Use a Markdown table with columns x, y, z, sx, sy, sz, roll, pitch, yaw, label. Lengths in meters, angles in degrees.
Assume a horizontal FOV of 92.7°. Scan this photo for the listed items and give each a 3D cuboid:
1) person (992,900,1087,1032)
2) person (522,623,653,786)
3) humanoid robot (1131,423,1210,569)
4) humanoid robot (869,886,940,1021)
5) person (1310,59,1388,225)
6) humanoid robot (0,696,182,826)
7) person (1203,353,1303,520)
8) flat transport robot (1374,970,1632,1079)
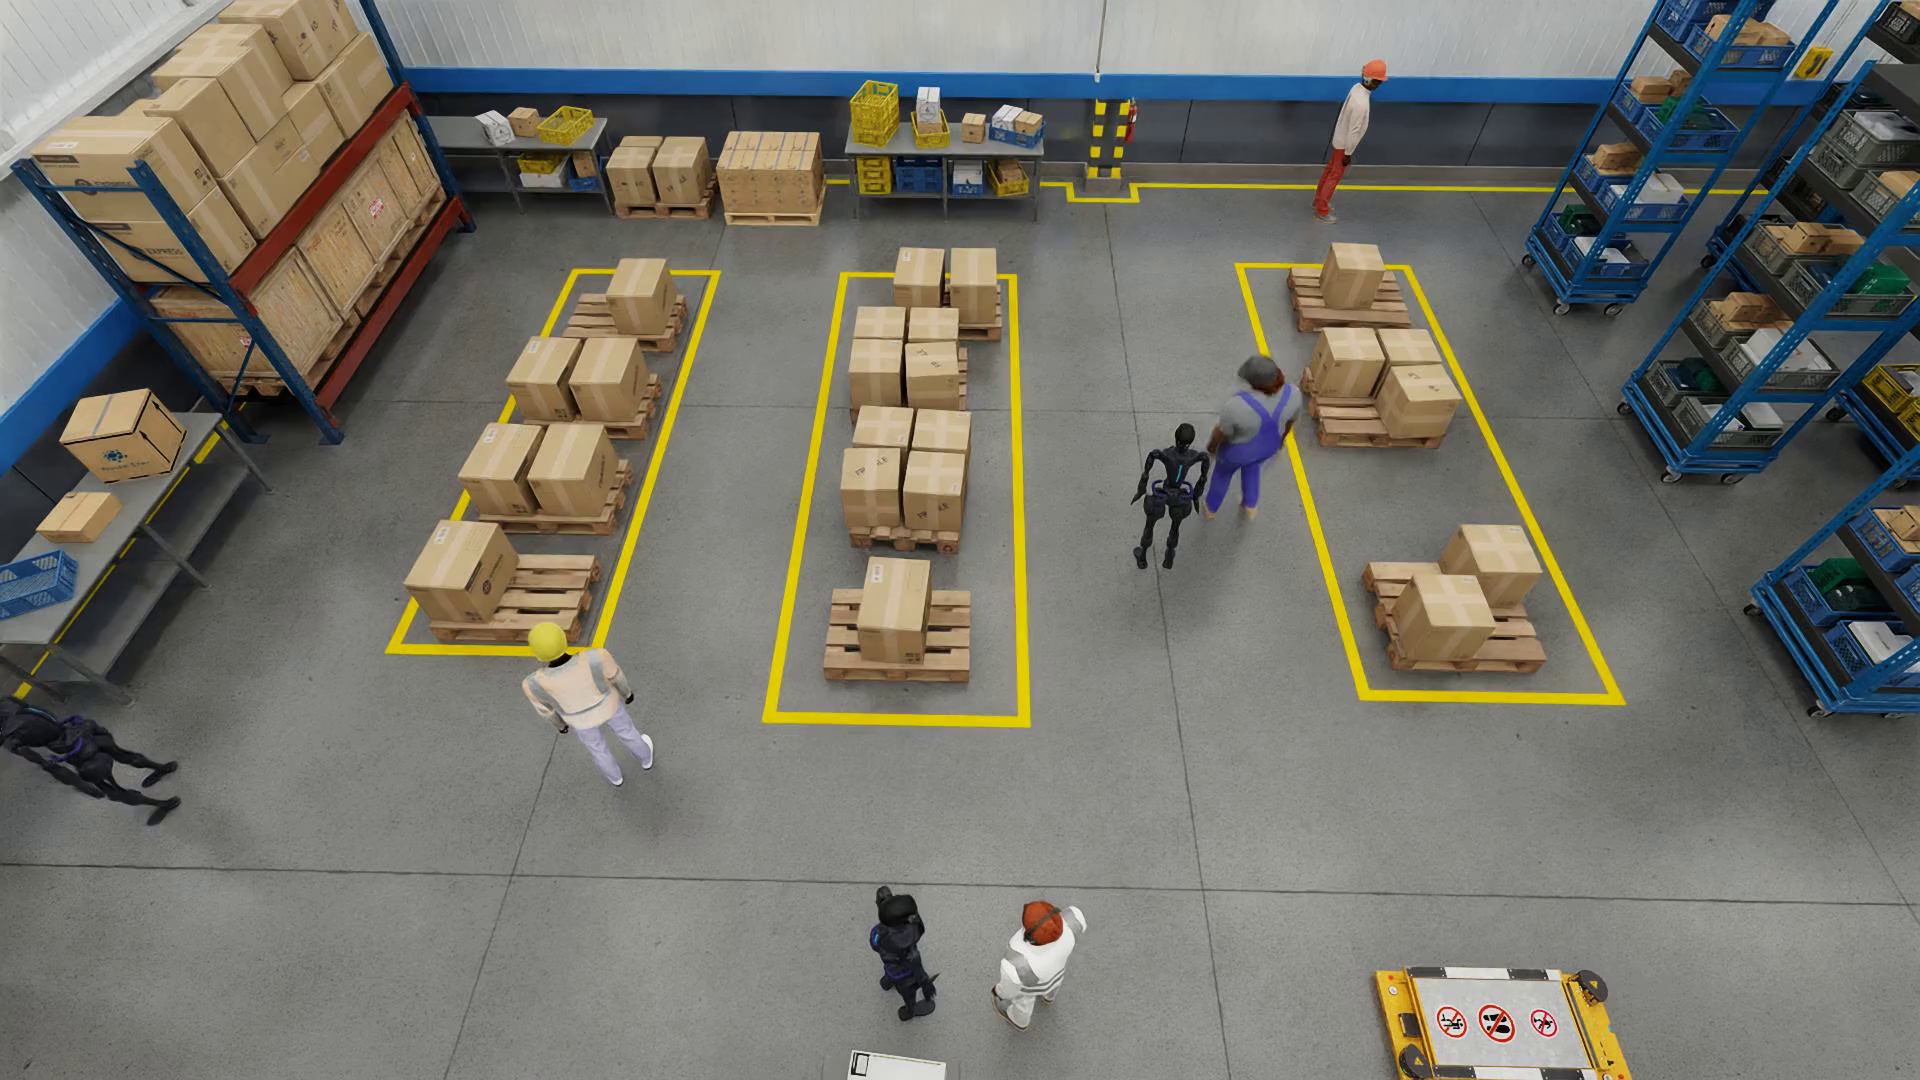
| x | y | z | sx | sy | sz | roll | pitch | yaw | label |
| --- | --- | --- | --- | --- | --- | --- | --- | --- | --- |
| 0.434 | 2.500 | 5.405 | 0.571 | 1.884 | 0.357 | -32 | 57 | -23 | person |
| -2.606 | 1.169 | 6.463 | 0.586 | 1.927 | 0.359 | -26 | 55 | -20 | person |
| 1.788 | -0.370 | 7.869 | 0.592 | 1.657 | 0.326 | 3 | 51 | 2 | humanoid robot |
| -0.353 | 2.483 | 5.543 | 0.318 | 1.657 | 0.603 | -23 | 55 | -18 | humanoid robot |
| 4.827 | -4.948 | 11.408 | 0.387 | 1.990 | 0.622 | 8 | 51 | 7 | person |
| -6.190 | 1.472 | 6.378 | 0.443 | 1.630 | 0.696 | -27 | 56 | -20 | humanoid robot |
| 2.511 | -0.900 | 8.077 | 0.712 | 2.000 | 0.539 | -9 | 51 | -7 | person |
| 3.501 | 3.133 | 5.914 | 1.431 | 0.197 | 0.652 | 1 | 51 | 1 | flat transport robot |
